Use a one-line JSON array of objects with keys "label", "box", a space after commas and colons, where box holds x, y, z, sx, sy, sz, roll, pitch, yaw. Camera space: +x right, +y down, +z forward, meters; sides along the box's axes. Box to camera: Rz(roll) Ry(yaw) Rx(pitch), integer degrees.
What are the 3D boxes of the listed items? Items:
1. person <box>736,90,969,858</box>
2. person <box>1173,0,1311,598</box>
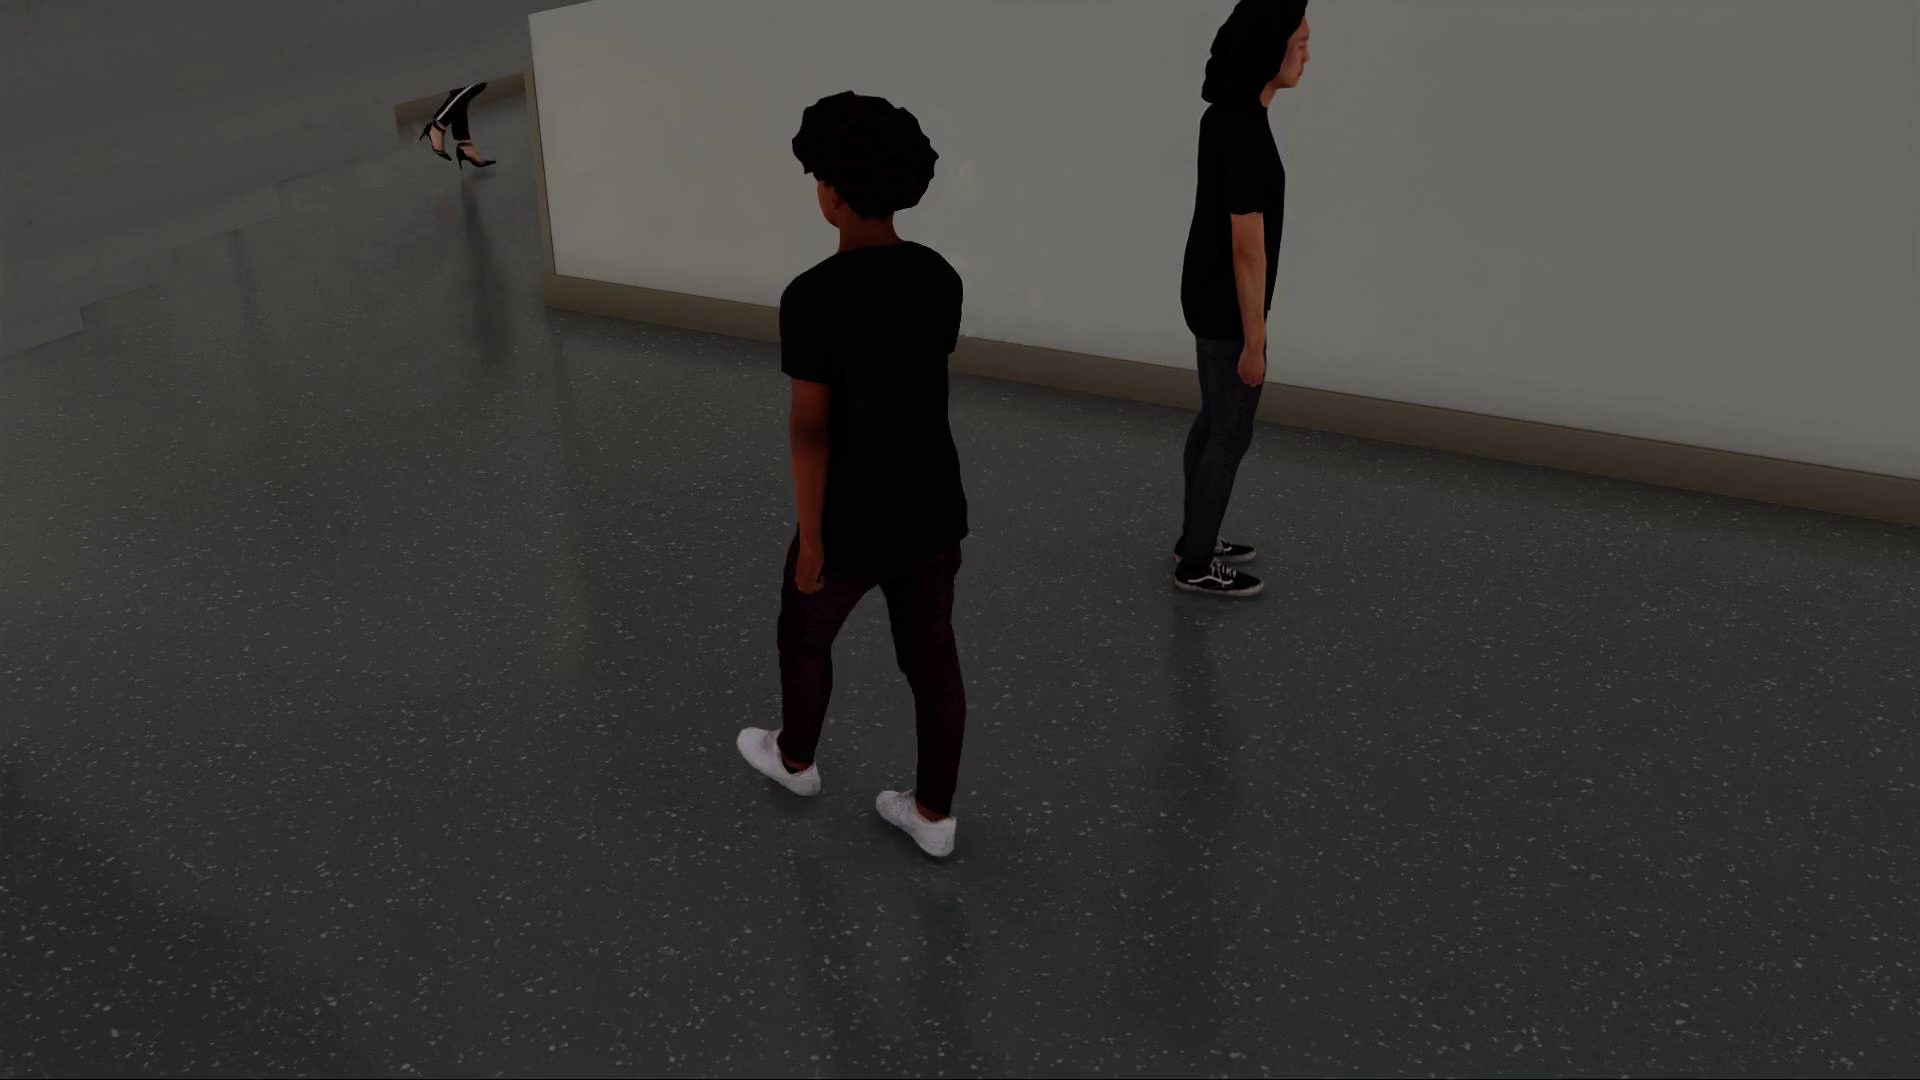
[{"label": "person", "box": [-0.136, -0.061, 3.681, 0.883, 1.762, 1.021, -19, 32, -34]}, {"label": "person", "box": [0.784, -0.703, 4.928, 0.706, 1.823, 0.715, -1, 26, -2]}]
